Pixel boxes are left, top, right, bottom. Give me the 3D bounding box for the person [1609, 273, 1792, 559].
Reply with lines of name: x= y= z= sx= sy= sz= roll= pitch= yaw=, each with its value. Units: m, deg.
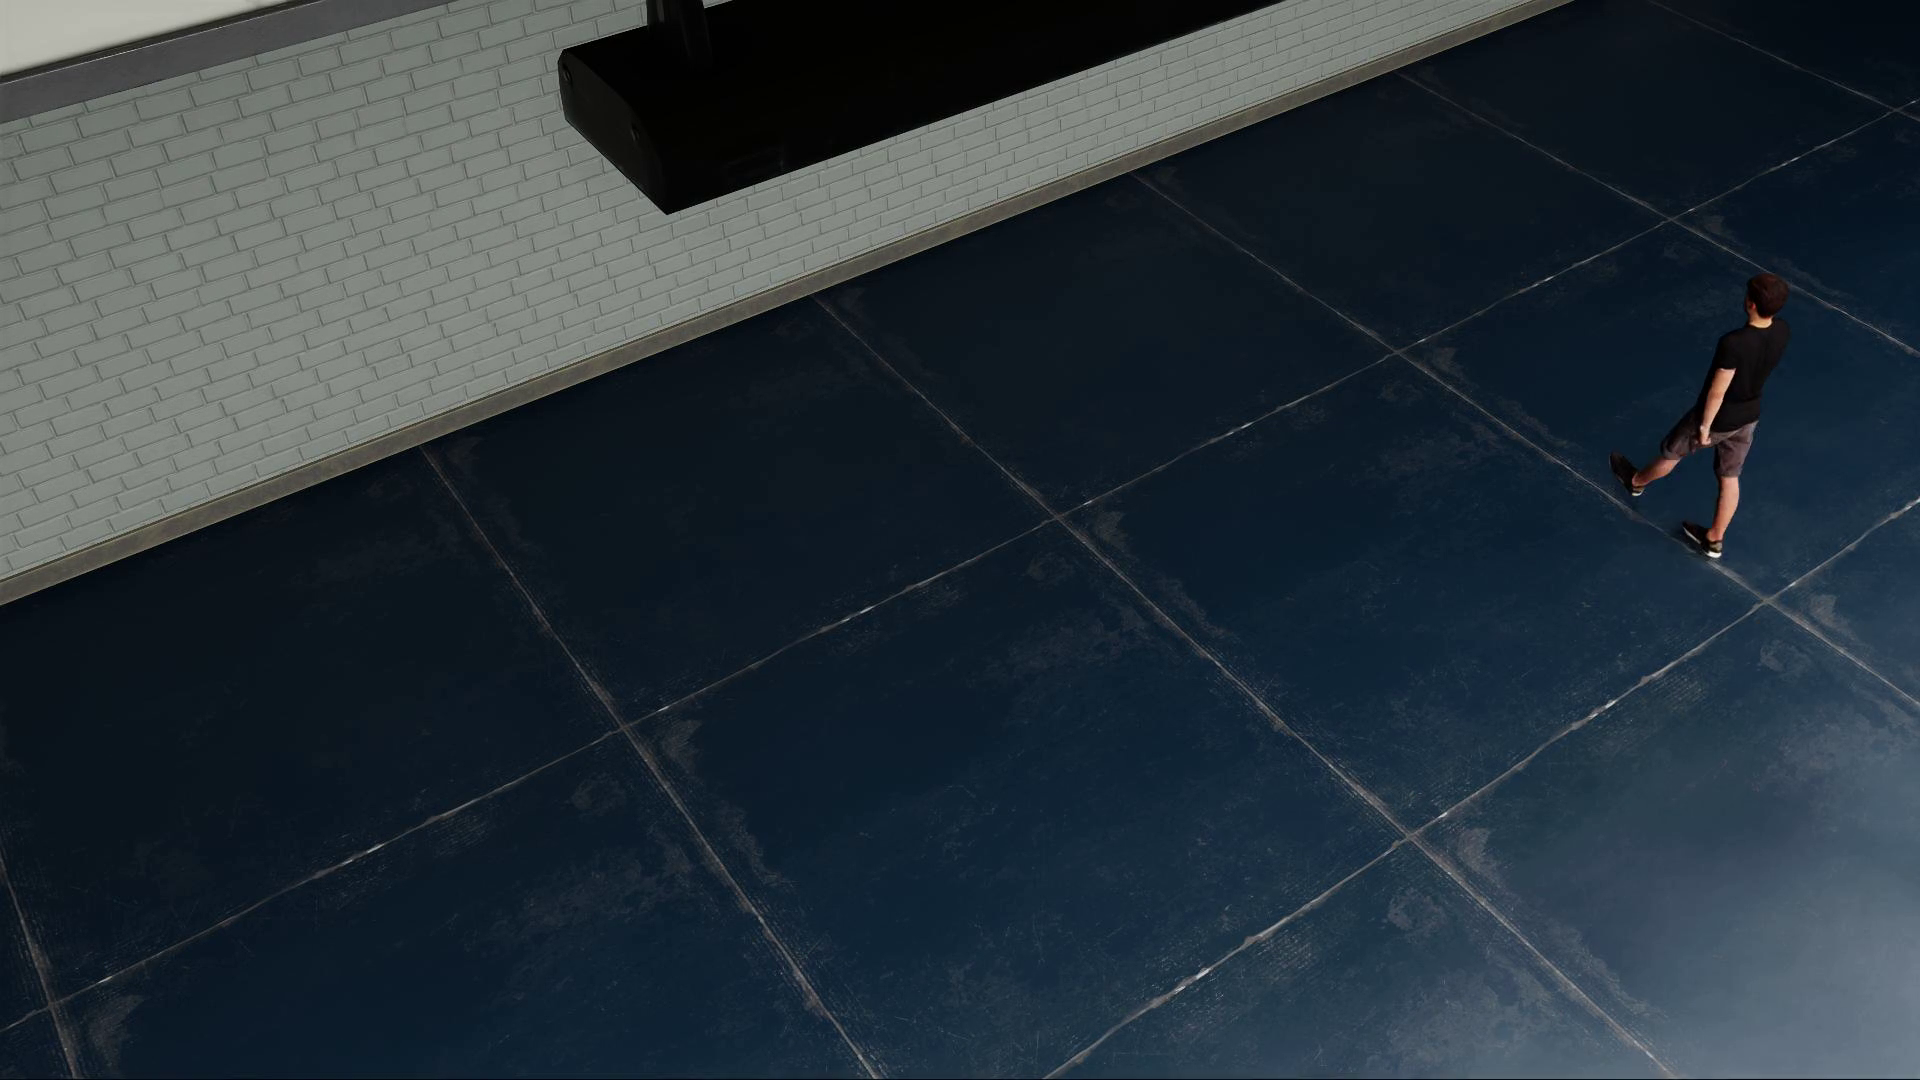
person: x=4.493 y=-0.672 z=9.628 sx=0.868 sy=1.819 sz=1.213 roll=-14 pitch=45 yaw=-14
